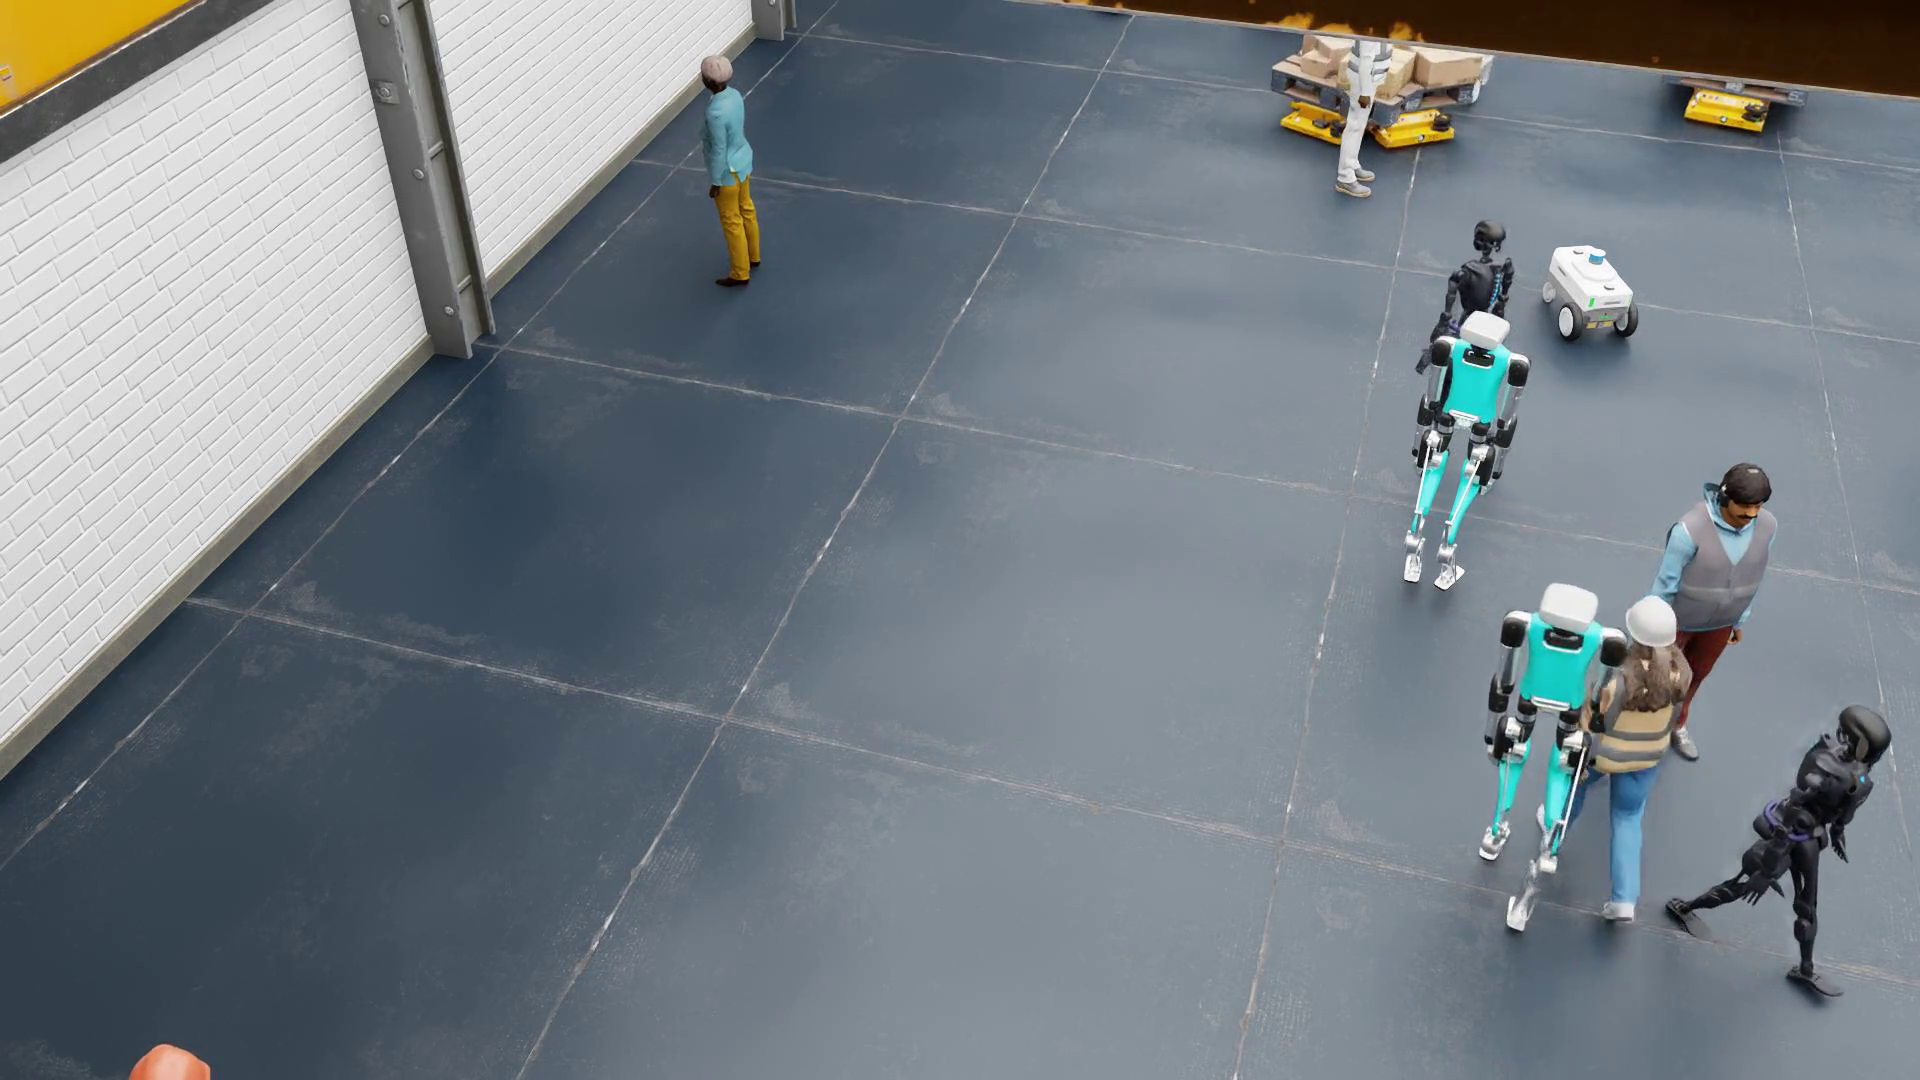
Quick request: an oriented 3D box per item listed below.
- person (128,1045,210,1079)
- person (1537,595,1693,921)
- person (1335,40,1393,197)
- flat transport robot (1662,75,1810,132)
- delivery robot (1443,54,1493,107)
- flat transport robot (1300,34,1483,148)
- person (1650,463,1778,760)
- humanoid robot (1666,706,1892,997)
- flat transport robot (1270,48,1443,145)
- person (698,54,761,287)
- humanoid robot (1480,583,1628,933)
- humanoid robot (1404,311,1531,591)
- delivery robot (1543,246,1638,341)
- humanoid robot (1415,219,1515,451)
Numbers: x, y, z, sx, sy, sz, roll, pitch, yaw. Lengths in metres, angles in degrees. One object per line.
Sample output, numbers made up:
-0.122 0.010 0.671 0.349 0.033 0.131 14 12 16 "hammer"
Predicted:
-2.474 2.382 5.716 0.542 1.931 0.362 -4 39 -5 "person"
3.041 0.987 7.632 0.485 1.694 0.780 1 39 1 "person"
3.274 -3.695 13.314 0.356 1.882 0.573 12 40 14 "person"
7.057 -4.124 15.134 0.659 0.231 1.431 18 42 21 "flat transport robot"
4.574 -4.319 15.157 0.499 0.606 0.807 24 45 27 "delivery robot"
3.767 -3.920 14.880 0.659 0.231 1.431 -11 40 -14 "flat transport robot"
3.646 0.363 8.281 0.527 1.870 0.416 -6 39 -7 "person"
3.671 1.316 7.286 0.589 1.617 0.811 -22 44 -25 "humanoid robot"
3.537 -3.914 14.872 0.659 0.231 1.431 29 47 31 "flat transport robot"
-1.705 -2.696 12.172 0.340 1.753 0.535 9 40 11 "person"
2.590 1.064 7.529 0.571 1.781 0.883 14 41 16 "humanoid robot"
2.710 -0.395 9.218 0.533 1.677 0.735 19 43 22 "humanoid robot"
4.551 -1.800 12.024 0.499 0.606 0.794 -5 39 -6 "delivery robot"
3.200 -1.209 10.394 0.612 1.643 0.469 -20 43 -23 "humanoid robot"
